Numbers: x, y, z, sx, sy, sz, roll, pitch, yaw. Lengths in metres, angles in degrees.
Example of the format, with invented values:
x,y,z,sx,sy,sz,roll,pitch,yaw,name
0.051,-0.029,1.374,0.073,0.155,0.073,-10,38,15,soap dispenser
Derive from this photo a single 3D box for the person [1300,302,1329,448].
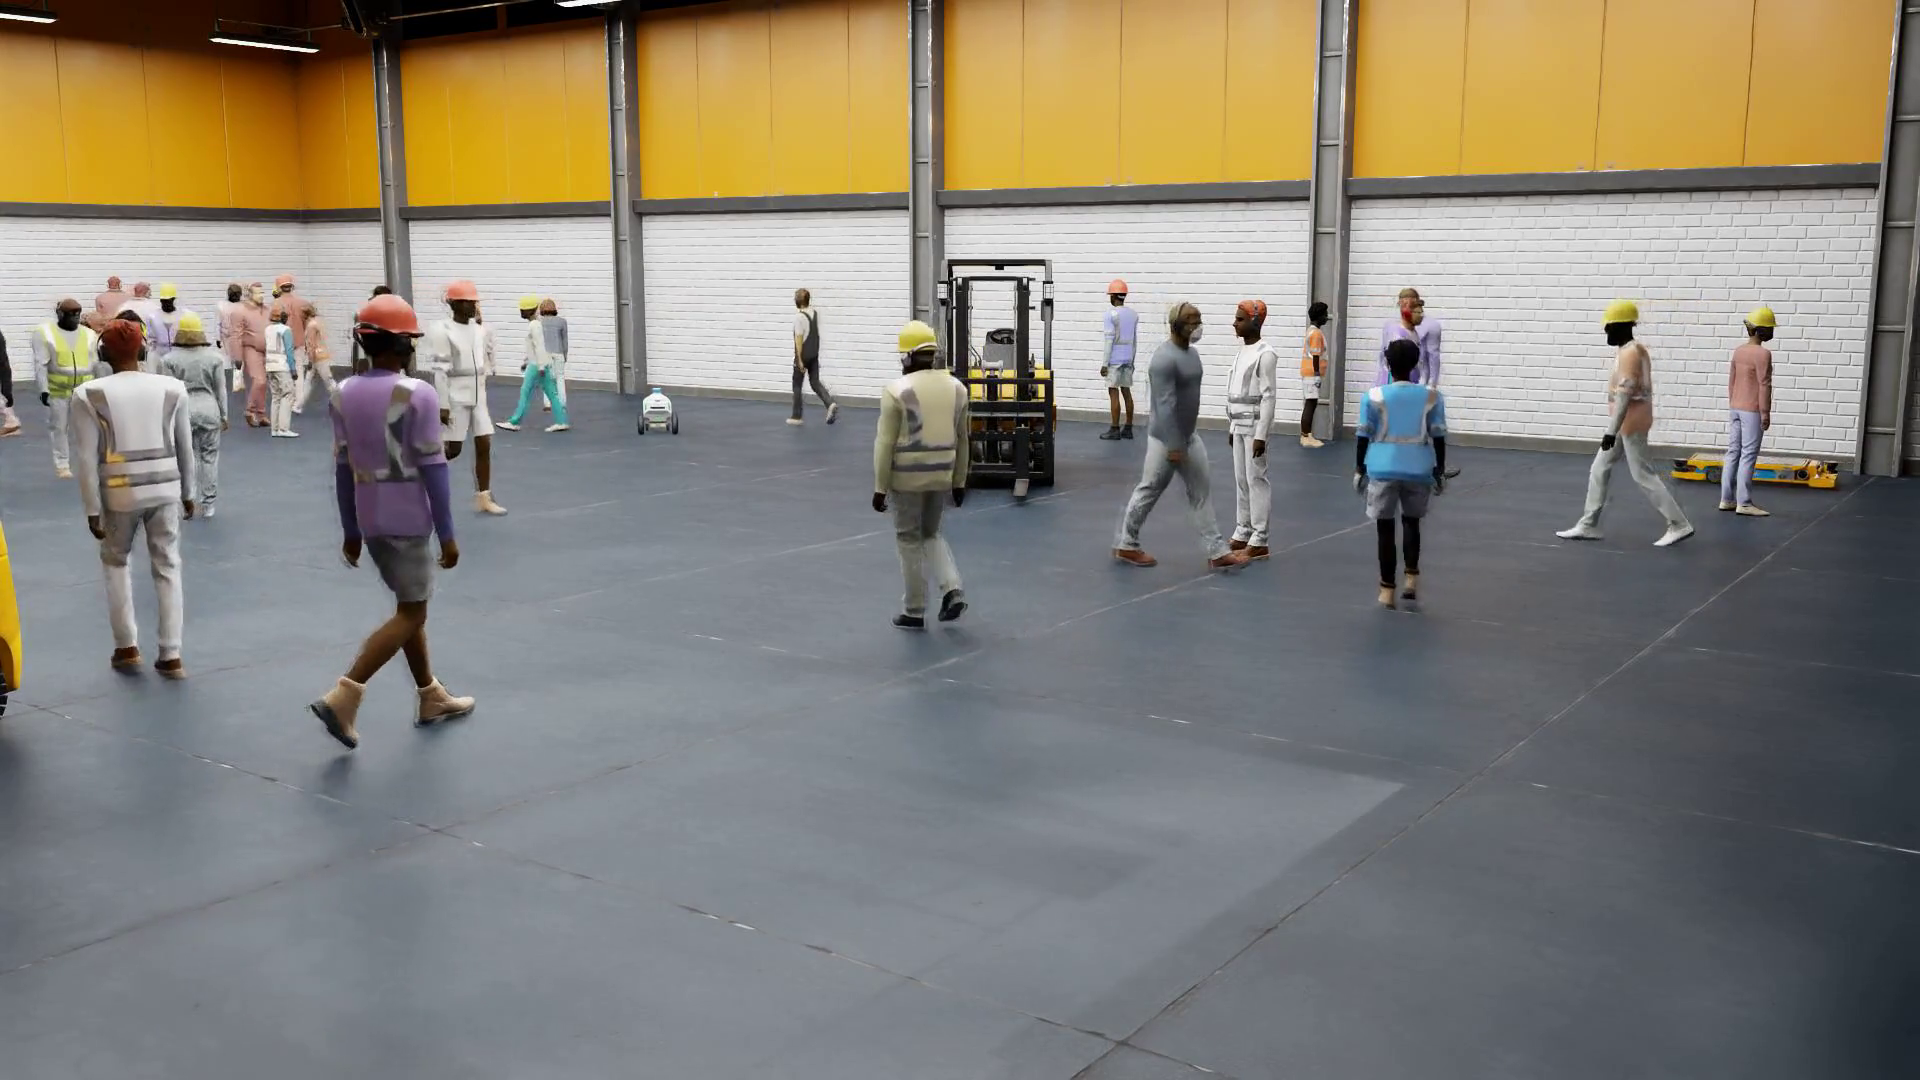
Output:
x,y,z,sx,sy,sz,roll,pitch,yaw,name
4.115,-1.914,19.316,0.321,1.690,0.529,2,10,10,person

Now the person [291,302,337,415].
x,y,z,sx,sy,sz,roll,pitch,yaw,name
-8.986,-2.504,23.108,0.887,1.581,0.558,-3,10,-18,person

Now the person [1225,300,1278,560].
x,y,z,sx,sy,sz,roll,pitch,yaw,name
2.093,-0.791,12.046,0.355,1.883,0.573,-2,10,-12,person

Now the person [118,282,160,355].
x,y,z,sx,sy,sz,roll,pitch,yaw,name
-11.171,-2.598,22.867,0.651,1.866,0.926,0,10,-1,person

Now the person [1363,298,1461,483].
x,y,z,sx,sy,sz,roll,pitch,yaw,name
4.370,-1.442,16.168,0.987,1.793,0.593,7,12,35,person

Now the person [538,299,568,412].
x,y,z,sx,sy,sz,roll,pitch,yaw,name
-5.878,-2.652,23.917,0.498,1.623,0.312,-4,10,-20,person

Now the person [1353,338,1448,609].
x,y,z,sx,sy,sz,roll,pitch,yaw,name
2.733,-0.412,10.367,0.557,1.675,0.372,0,10,2,person

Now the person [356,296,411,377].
x,y,z,sx,sy,sz,roll,pitch,yaw,name
-5.682,-1.478,16.346,0.993,1.810,0.531,8,12,39,person

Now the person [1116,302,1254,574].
x,y,z,sx,sy,sz,roll,pitch,yaw,name
1.514,-0.699,11.527,1.038,1.882,0.653,6,11,33,person

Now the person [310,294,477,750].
x,y,z,sx,sy,sz,roll,pitch,yaw,name
-2.573,-0.085,7.437,0.614,2.018,0.919,6,11,31,person

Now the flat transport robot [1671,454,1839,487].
x,y,z,sx,sy,sz,roll,pitch,yaw,name
7.762,-0.691,16.240,1.431,0.197,0.652,6,11,30,flat transport robot

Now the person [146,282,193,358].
x,y,z,sx,sy,sz,roll,pitch,yaw,name
-9.599,-2.196,20.349,0.642,1.902,0.536,-1,10,-8,person

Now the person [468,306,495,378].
x,y,z,sx,sy,sz,roll,pitch,yaw,name
-6.327,-2.280,21.770,0.491,1.597,0.790,0,10,0,person

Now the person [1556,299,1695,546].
x,y,z,sx,sy,sz,roll,pitch,yaw,name
5.141,-0.893,12.658,0.959,1.880,0.585,3,10,16,person

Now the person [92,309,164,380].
x,y,z,sx,sy,sz,roll,pitch,yaw,name
-5.959,-0.740,11.933,0.954,1.829,0.538,9,13,43,person

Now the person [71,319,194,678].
x,y,z,sx,sy,sz,roll,pitch,yaw,name
-4.300,-0.217,8.696,0.591,1.863,0.679,-7,12,-37,person

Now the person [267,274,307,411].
x,y,z,sx,sy,sz,roll,pitch,yaw,name
-9.720,-2.856,24.092,0.629,1.971,0.661,-7,12,-37,person

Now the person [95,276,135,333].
x,y,z,sx,sy,sz,roll,pitch,yaw,name
-14.499,-3.585,28.641,0.642,1.903,0.402,-5,11,-28,person

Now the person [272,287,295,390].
x,y,z,sx,sy,sz,roll,pitch,yaw,name
-11.376,-3.390,27.907,0.522,1.758,0.349,3,10,16,person

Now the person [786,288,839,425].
x,y,z,sx,sy,sz,roll,pitch,yaw,name
-1.951,-2.391,21.777,0.789,1.820,0.523,8,12,40,person

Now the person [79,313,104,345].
x,y,z,sx,sy,sz,roll,pitch,yaw,name
-9.255,-1.620,17.781,0.788,1.600,0.514,4,10,20,person

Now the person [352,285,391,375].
x,y,z,sx,sy,sz,roll,pitch,yaw,name
-7.420,-2.298,21.090,0.894,1.875,0.636,9,13,44,person

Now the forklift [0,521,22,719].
x,y,z,sx,sy,sz,roll,pitch,yaw,name
-5.296,-0.090,6.943,1.214,2.155,2.313,7,12,35,forklift

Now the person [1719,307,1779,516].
x,y,z,sx,sy,sz,roll,pitch,yaw,name
6.758,-1.093,14.187,0.328,1.767,0.532,-1,10,-4,person

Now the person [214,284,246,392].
x,y,z,sx,sy,sz,roll,pitch,yaw,name
-12.072,-3.377,27.755,0.625,1.794,0.949,-2,10,-10,person

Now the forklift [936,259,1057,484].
x,y,z,sx,sy,sz,roll,pitch,yaw,name
0.370,-1.738,16.759,1.214,2.155,2.313,1,10,3,forklift

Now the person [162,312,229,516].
x,y,z,sx,sy,sz,roll,pitch,yaw,name
-6.429,-1.046,14.021,0.490,1.730,0.428,-4,10,-23,person

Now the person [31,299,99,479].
x,y,z,sx,sy,sz,roll,pitch,yaw,name
-8.694,-1.455,16.277,0.636,1.781,1.001,-9,13,-41,person

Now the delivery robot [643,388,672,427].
x,y,z,sx,sy,sz,roll,pitch,yaw,name
-3.805,-1.661,20.894,0.477,0.478,0.707,-2,10,-11,delivery robot

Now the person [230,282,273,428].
x,y,z,sx,sy,sz,roll,pitch,yaw,name
-9.089,-2.392,21.572,0.469,1.891,0.664,3,10,19,person

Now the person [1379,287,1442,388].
x,y,z,sx,sy,sz,roll,pitch,yaw,name
4.680,-1.665,17.231,0.639,1.913,0.773,7,12,35,person

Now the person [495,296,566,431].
x,y,z,sx,sy,sz,roll,pitch,yaw,name
-5.419,-2.202,20.929,0.918,1.715,0.552,-1,10,-8,person

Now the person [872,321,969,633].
x,y,z,sx,sy,sz,roll,pitch,yaw,name
-0.244,-0.356,9.657,0.597,1.819,0.415,-8,13,-40,person

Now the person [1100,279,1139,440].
x,y,z,sx,sy,sz,roll,pitch,yaw,name
1.900,-2.175,20.125,0.552,1.935,0.367,-8,13,-41,person

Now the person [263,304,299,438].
x,y,z,sx,sy,sz,roll,pitch,yaw,name
-8.328,-2.055,20.316,0.564,1.629,0.412,7,12,35,person

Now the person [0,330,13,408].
x,y,z,sx,sy,sz,roll,pitch,yaw,name
-9.381,-1.391,15.816,0.661,1.819,0.605,-6,11,-32,person

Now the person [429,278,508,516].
x,y,z,sx,sy,sz,roll,pitch,yaw,name
-4.272,-1.213,14.153,0.850,2.023,0.617,5,11,29,person

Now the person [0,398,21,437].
x,y,z,sx,sy,sz,roll,pitch,yaw,name
-11.884,-2.159,20.094,0.631,1.932,1.013,6,11,31,person
